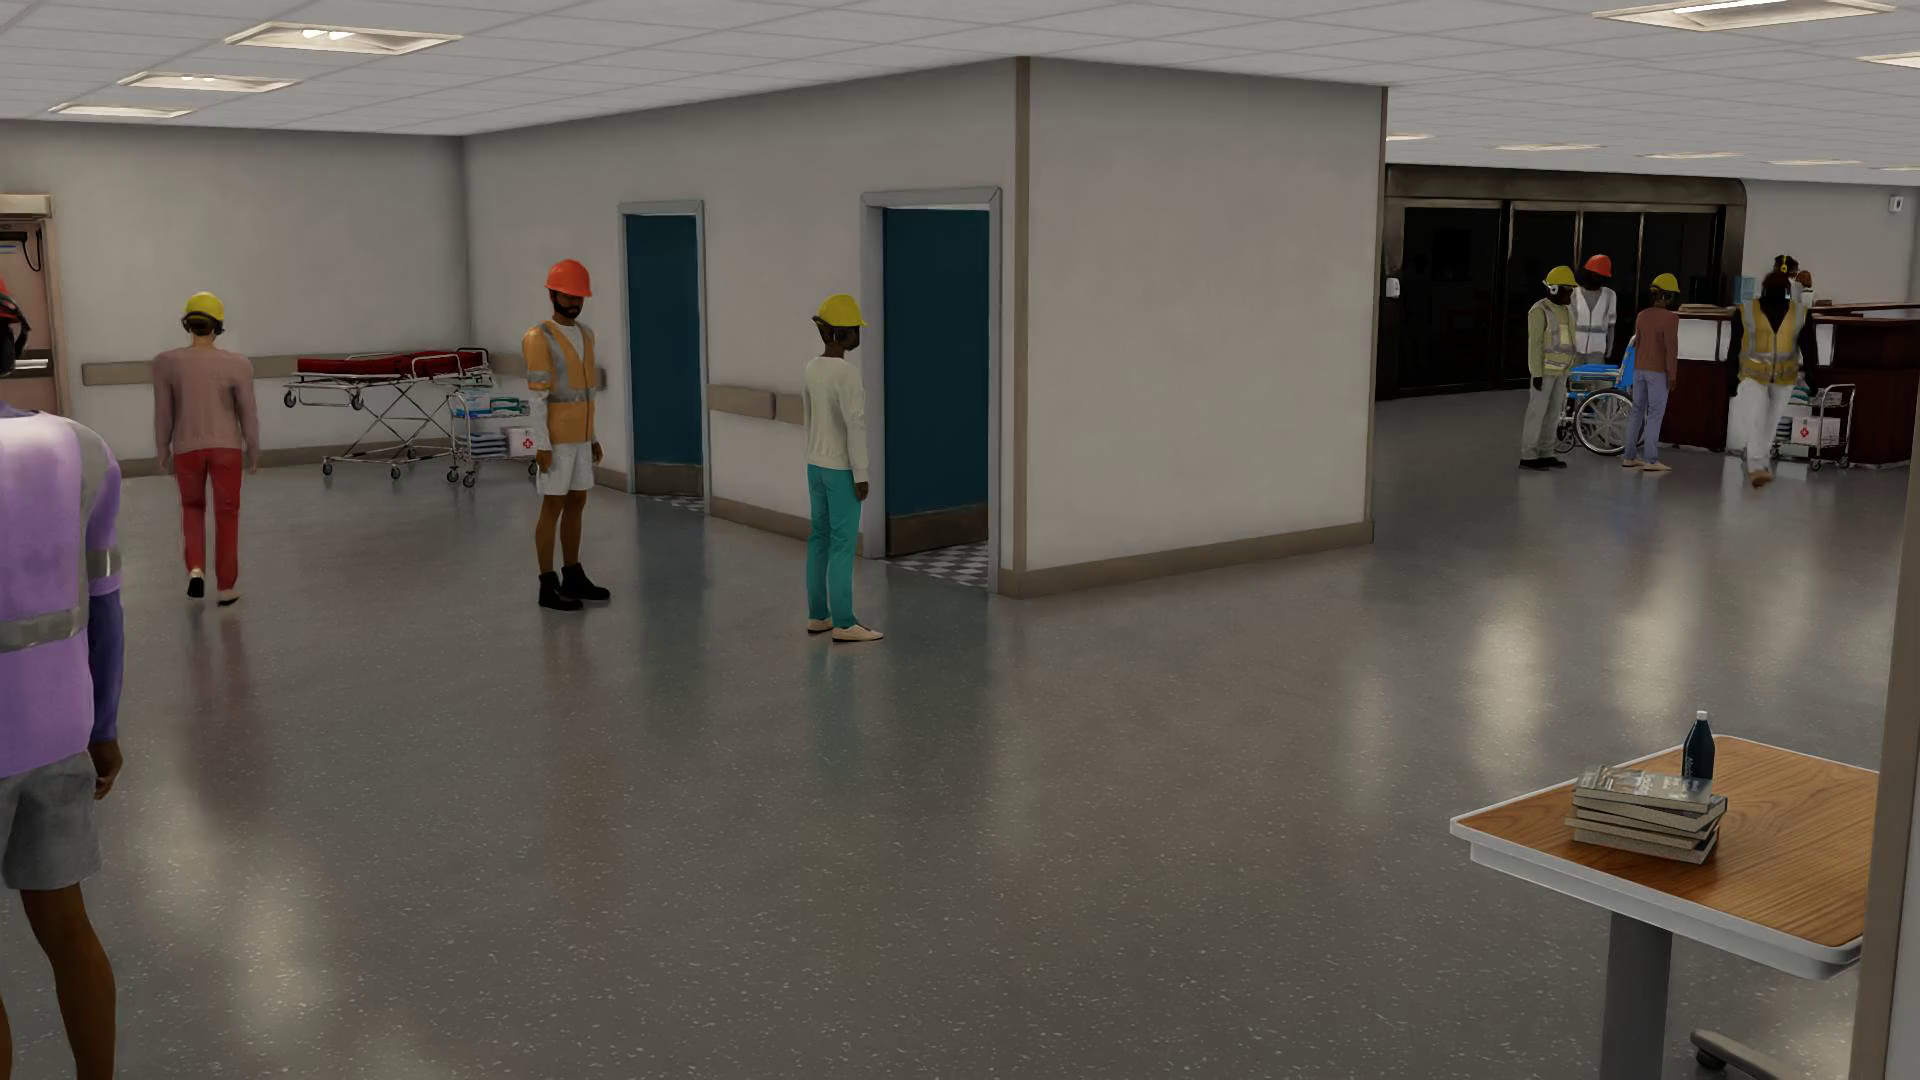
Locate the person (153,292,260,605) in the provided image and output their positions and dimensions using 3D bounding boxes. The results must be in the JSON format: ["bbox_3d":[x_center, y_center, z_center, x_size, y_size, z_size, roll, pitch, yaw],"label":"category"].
[{"bbox_3d":[-4.211,-0.507,9.333,0.544,1.749,0.394,-2,10,-13],"label":"person"}]

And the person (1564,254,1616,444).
[{"bbox_3d":[6.286,-1.913,16.766,0.585,1.914,0.463,2,10,13],"label":"person"}]

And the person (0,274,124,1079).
[{"bbox_3d":[-2.013,0.409,3.446,0.409,2.028,0.615,4,11,20],"label":"person"}]

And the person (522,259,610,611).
[{"bbox_3d":[-2.168,-0.584,9.261,0.379,1.931,0.548,4,11,22],"label":"person"}]

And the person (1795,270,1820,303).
[{"bbox_3d":[12.168,-3.085,24.112,0.500,1.633,0.280,6,12,30],"label":"person"}]

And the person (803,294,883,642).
[{"bbox_3d":[-0.614,-0.363,8.488,0.313,1.768,0.528,-7,12,-32],"label":"person"}]

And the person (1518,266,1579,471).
[{"bbox_3d":[5.284,-1.523,14.845,0.591,1.827,0.403,-8,13,-39],"label":"person"}]

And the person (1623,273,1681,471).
[{"bbox_3d":[6.226,-1.497,14.876,0.349,1.758,0.522,-3,11,-16],"label":"person"}]

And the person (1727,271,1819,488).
[{"bbox_3d":[6.747,-1.326,13.814,0.651,1.782,0.964,2,10,13],"label":"person"}]
